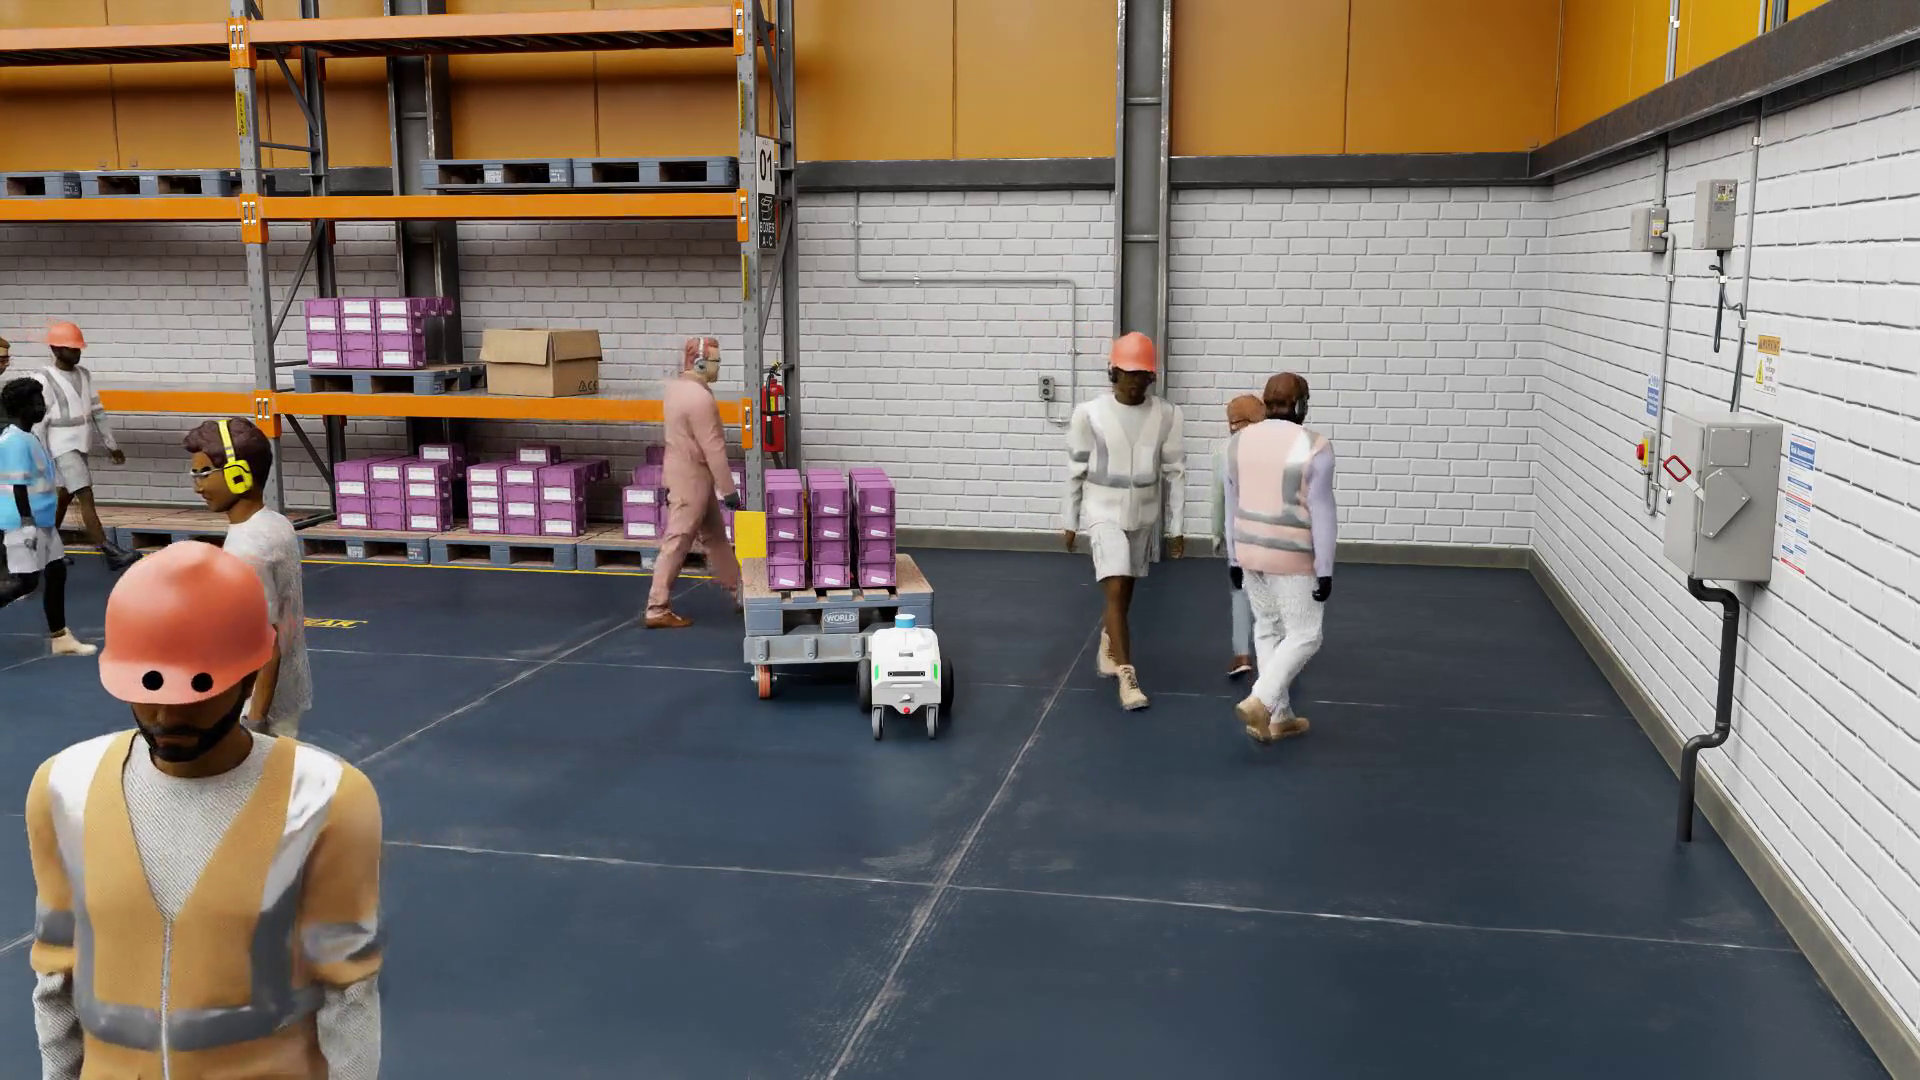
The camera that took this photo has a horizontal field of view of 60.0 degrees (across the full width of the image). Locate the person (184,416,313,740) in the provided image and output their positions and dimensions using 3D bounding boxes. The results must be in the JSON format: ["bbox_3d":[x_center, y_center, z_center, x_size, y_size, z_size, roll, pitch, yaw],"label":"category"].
[{"bbox_3d":[-2.174,0.550,5.131,0.323,1.865,0.510,-3,10,-19],"label":"person"}]

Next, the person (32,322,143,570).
[{"bbox_3d":[-6.706,-0.704,12.625,0.981,1.884,0.561,2,10,9],"label":"person"}]

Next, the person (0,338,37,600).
[{"bbox_3d":[-6.691,-0.502,11.538,0.344,1.841,0.504,-3,10,-15],"label":"person"}]

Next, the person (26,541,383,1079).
[{"bbox_3d":[-1.193,0.939,2.627,0.578,1.912,0.424,-1,9,-4],"label":"person"}]

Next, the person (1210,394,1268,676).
[{"bbox_3d":[1.674,-0.012,9.304,0.547,1.610,0.466,0,9,3],"label":"person"}]

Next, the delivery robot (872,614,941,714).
[{"bbox_3d":[-0.274,0.618,8.368,0.477,0.478,0.707,0,9,-3],"label":"delivery robot"}]

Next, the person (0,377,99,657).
[{"bbox_3d":[-5.481,-0.108,9.645,0.670,1.677,0.537,-3,10,-16],"label":"person"}]

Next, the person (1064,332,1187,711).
[{"bbox_3d":[0.887,-0.140,8.980,0.628,1.978,1.063,-2,10,-10],"label":"person"}]

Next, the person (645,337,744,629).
[{"bbox_3d":[-1.604,-0.361,10.646,0.988,1.852,0.658,-3,10,-20],"label":"person"}]

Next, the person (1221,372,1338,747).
[{"bbox_3d":[1.500,0.108,7.958,0.619,1.815,0.643,-8,12,-41],"label":"person"}]
